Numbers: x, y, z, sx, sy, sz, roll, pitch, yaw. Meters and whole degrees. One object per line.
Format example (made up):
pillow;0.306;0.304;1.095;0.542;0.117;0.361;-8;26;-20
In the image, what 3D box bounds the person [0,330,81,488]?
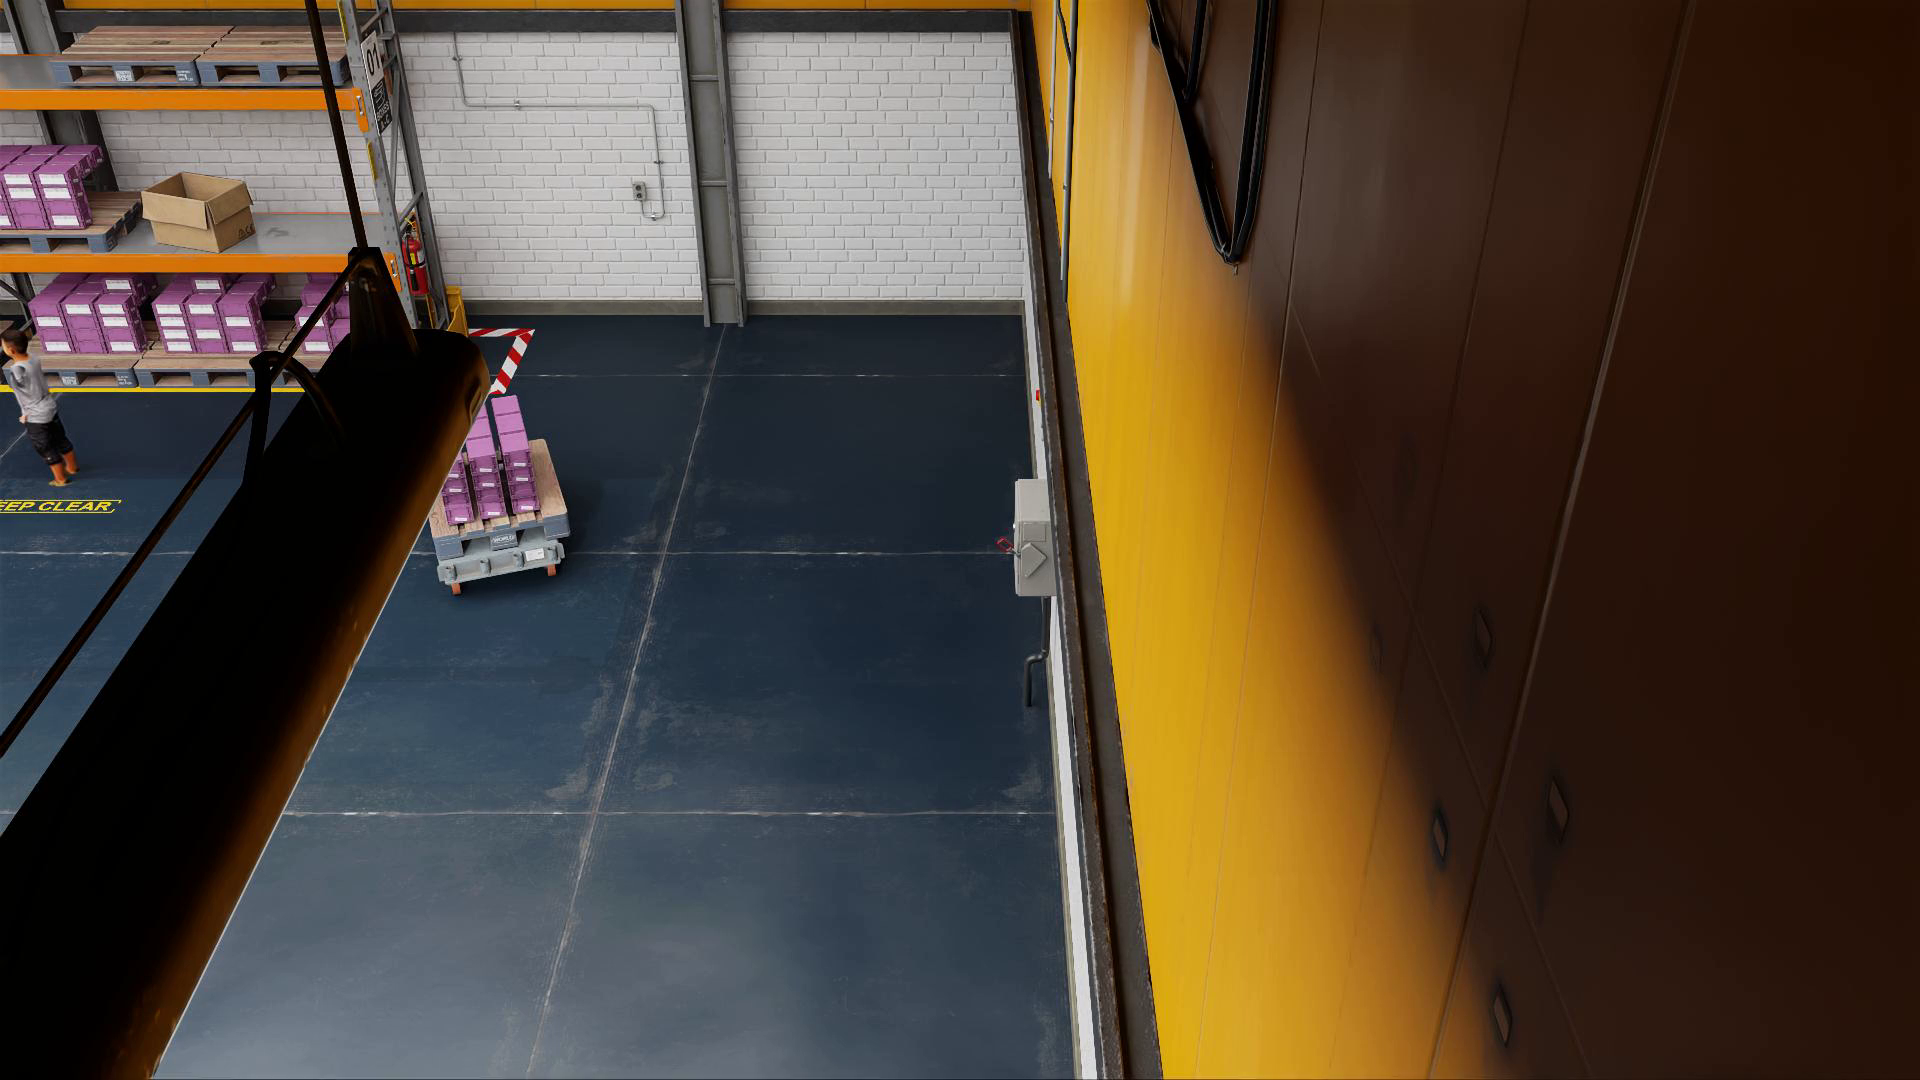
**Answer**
person;-7.644;-1.132;13.775;0.490;1.452;0.551;-1;34;-1
